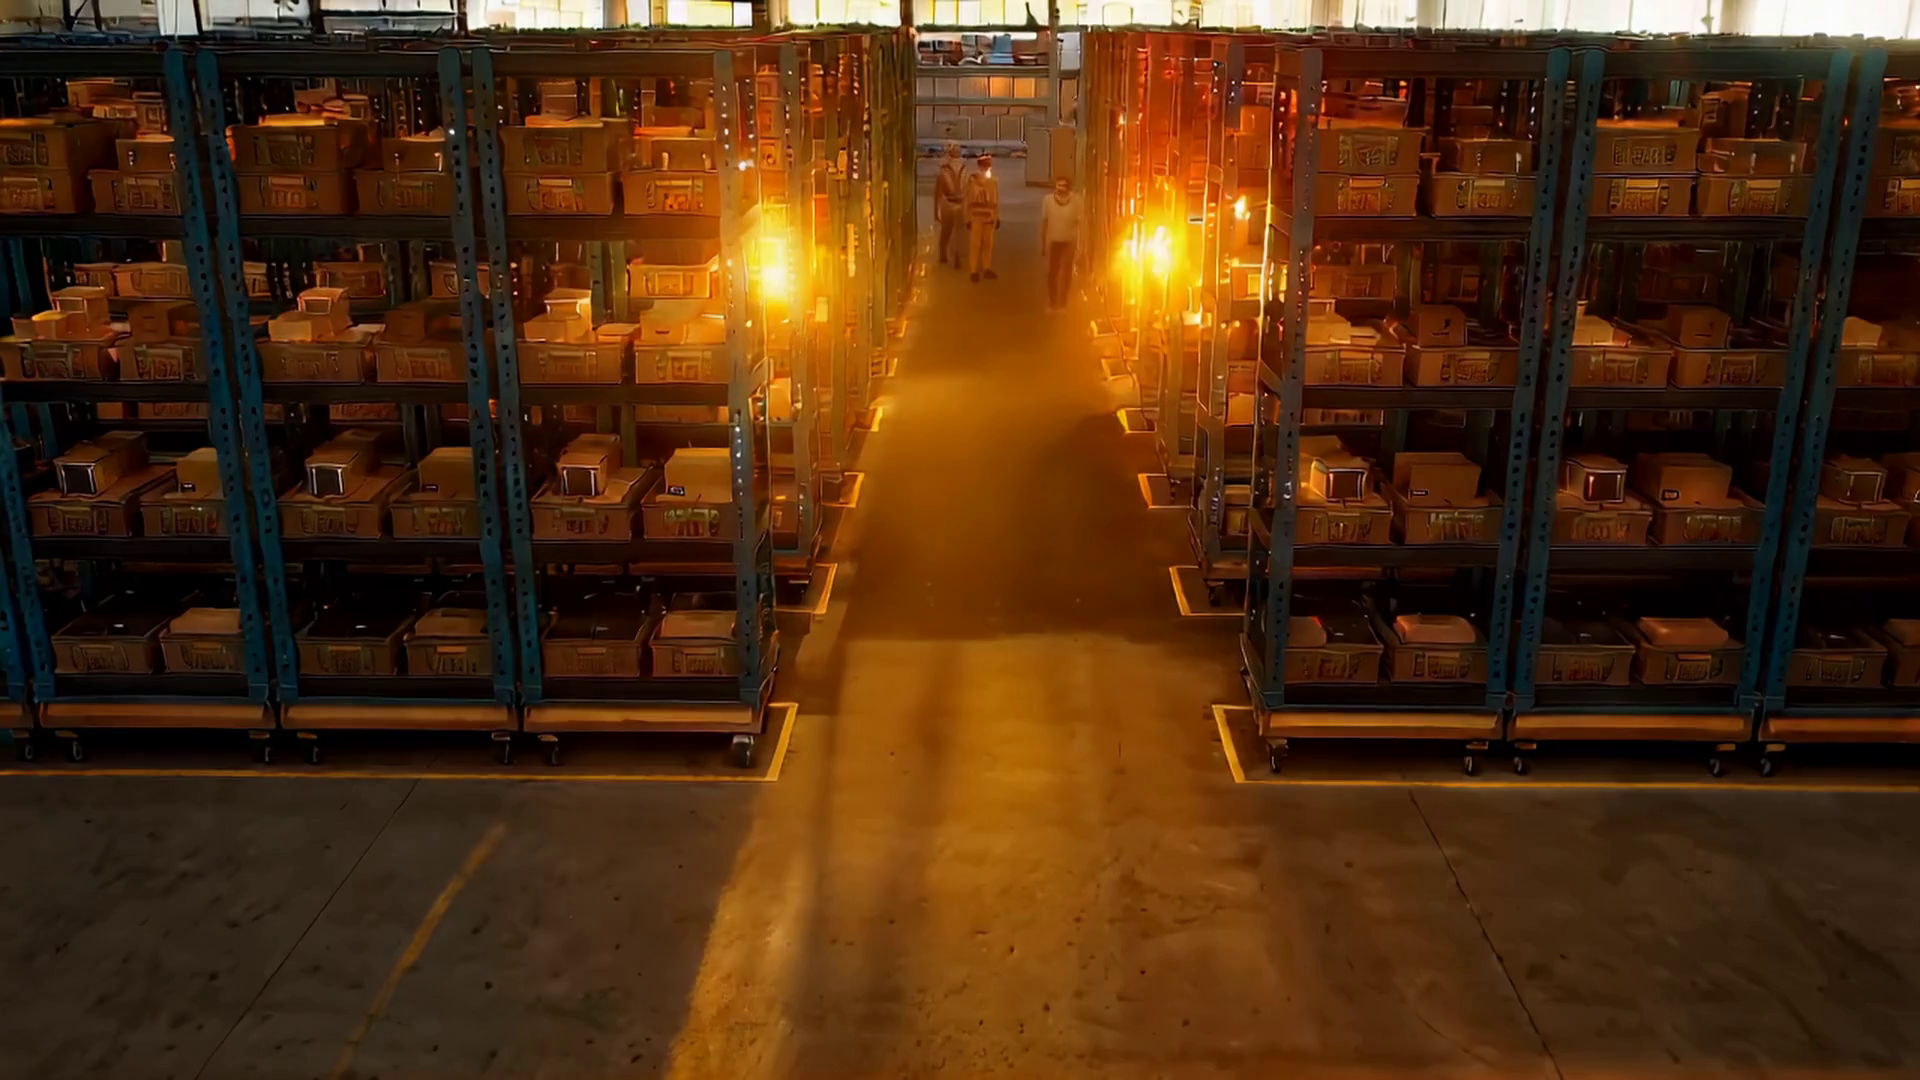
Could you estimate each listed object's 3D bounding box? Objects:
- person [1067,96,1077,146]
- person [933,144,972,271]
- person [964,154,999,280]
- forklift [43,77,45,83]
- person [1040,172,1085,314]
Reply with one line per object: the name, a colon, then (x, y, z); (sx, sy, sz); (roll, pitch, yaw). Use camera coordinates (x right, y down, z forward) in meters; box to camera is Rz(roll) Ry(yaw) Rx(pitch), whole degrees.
person: (3.089, -11.122, 44.973); (0.828, 1.733, 0.522); (0, 17, 1)
person: (-0.130, -5.166, 25.710); (0.626, 1.909, 0.918); (-3, 18, -10)
person: (0.341, -4.772, 24.568); (0.590, 1.833, 0.404); (-13, 21, -35)
forklift: (-23.532, -11.229, 43.426); (1.873, 2.768, 1.129); (9, 20, 27)
person: (1.311, -3.844, 21.618); (0.604, 1.818, 0.735); (4, 18, 13)
